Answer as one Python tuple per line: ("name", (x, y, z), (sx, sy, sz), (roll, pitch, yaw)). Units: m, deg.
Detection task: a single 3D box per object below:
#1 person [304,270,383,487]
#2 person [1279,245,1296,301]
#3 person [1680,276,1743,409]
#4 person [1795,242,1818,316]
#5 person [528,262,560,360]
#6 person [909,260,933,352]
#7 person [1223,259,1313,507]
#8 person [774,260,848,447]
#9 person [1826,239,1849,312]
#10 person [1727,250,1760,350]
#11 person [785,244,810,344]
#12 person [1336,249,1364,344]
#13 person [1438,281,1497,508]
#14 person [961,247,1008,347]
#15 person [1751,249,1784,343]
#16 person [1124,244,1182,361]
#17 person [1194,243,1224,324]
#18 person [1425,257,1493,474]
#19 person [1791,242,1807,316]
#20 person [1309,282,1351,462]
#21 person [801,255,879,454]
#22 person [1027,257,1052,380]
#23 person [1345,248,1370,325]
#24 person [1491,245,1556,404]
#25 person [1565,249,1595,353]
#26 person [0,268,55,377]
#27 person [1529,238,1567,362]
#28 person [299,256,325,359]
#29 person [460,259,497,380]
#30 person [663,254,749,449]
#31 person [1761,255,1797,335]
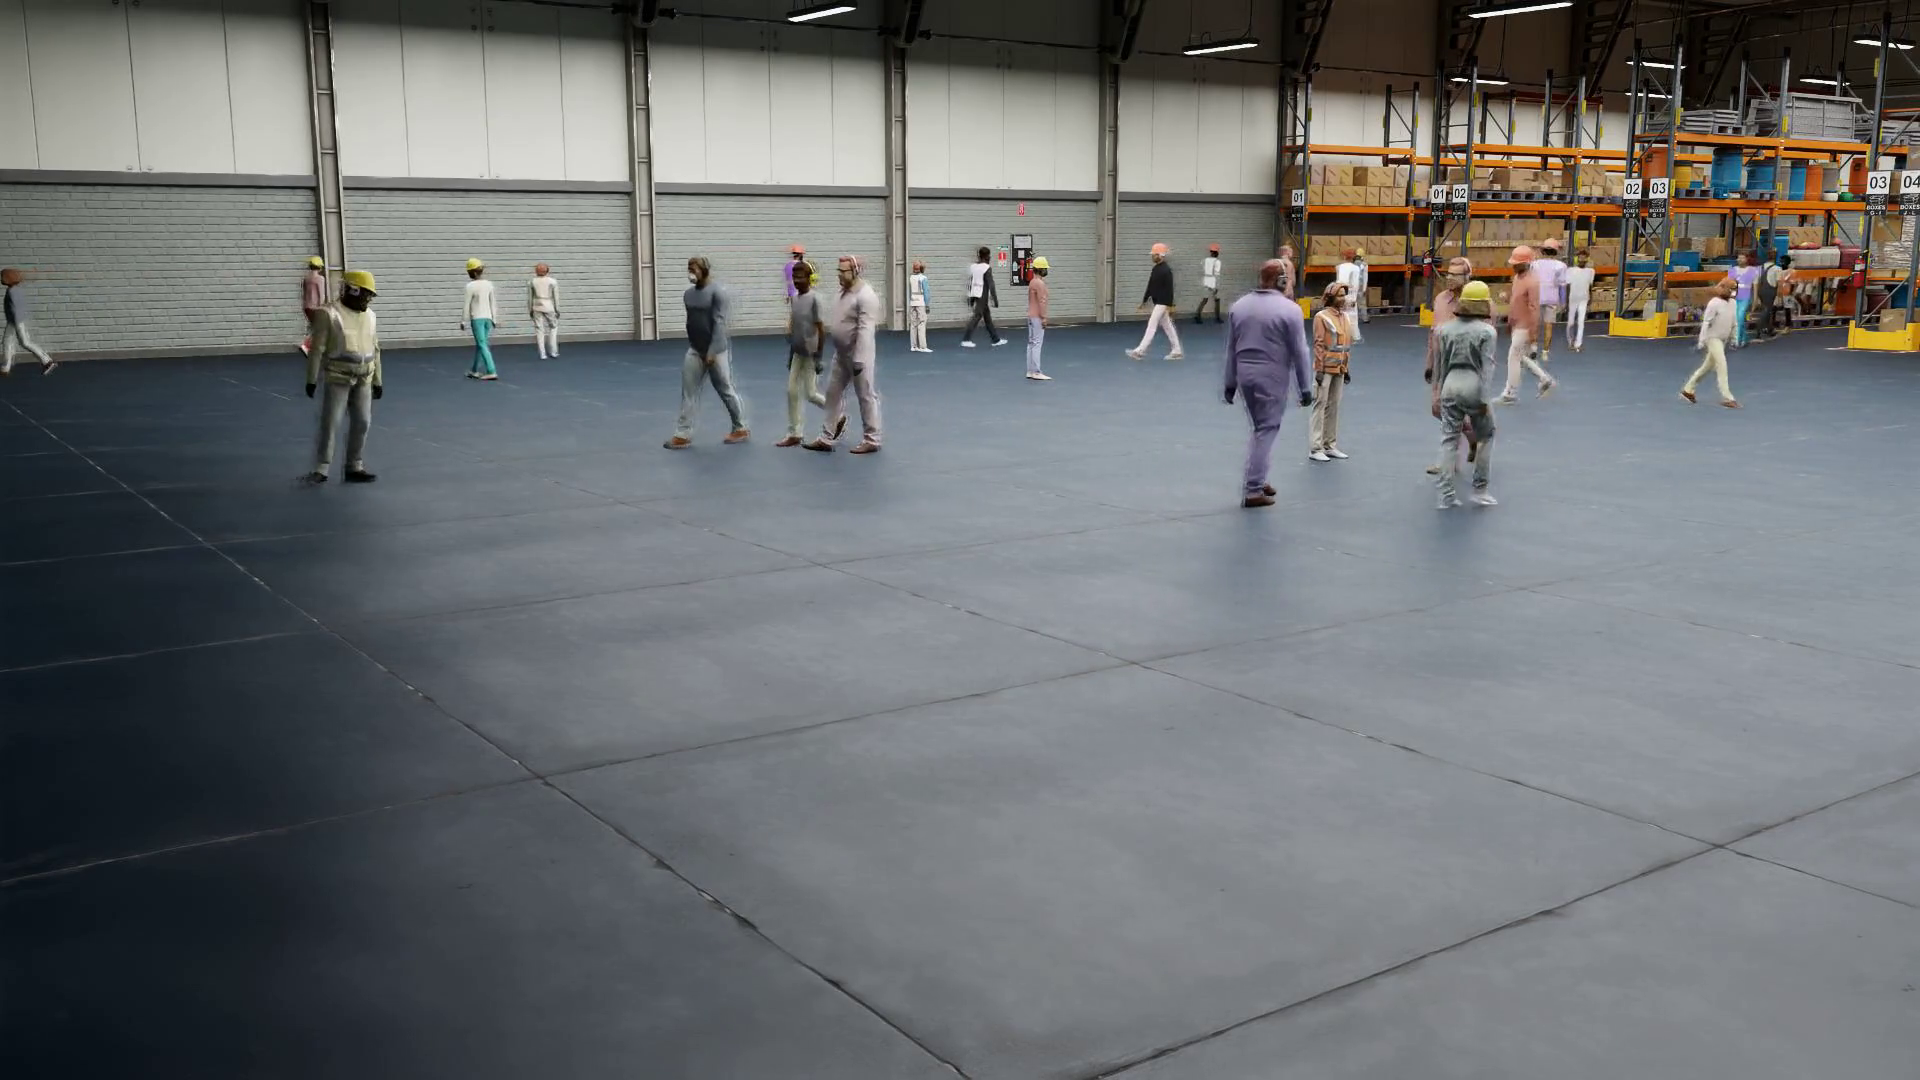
("person", (-5.120, -1.334, 13.786), (0.440, 1.782, 0.729), (7, 12, 34))
("person", (6.756, -5.226, 34.825), (0.616, 1.889, 0.649), (-2, 11, -11))
("person", (9.181, -2.415, 20.227), (0.533, 1.588, 0.860), (-7, 12, -33))
("person", (20.806, -6.347, 40.872), (0.408, 1.922, 0.579), (-5, 12, -27))
("person", (-6.987, -3.856, 28.030), (0.540, 1.614, 0.674), (0, 10, -2))
("person", (-0.724, -4.170, 29.717), (0.307, 1.641, 0.513), (-8, 13, -39))
("person", (2.409, -1.205, 12.787), (0.706, 1.881, 0.664), (-8, 13, -39))
("person", (-1.470, -1.832, 16.395), (0.698, 1.840, 0.546), (-9, 13, -40))
("person", (24.128, -7.279, 45.791), (1.041, 1.989, 0.618), (-9, 14, -40))
("person", (14.352, -4.407, 30.536), (0.832, 1.815, 0.580), (-8, 13, -39))
("person", (-3.056, -4.763, 32.240), (0.786, 1.911, 0.550), (-8, 13, -36))
("person", (7.374, -4.633, 31.760), (1.006, 1.840, 0.592), (-9, 14, -41))
("person", (3.884, -1.103, 12.681), (0.492, 1.723, 0.613), (10, 14, 43))
("person", (0.444, -4.560, 31.244), (1.029, 1.863, 0.610), (-5, 12, -27))
("person", (15.734, -4.710, 32.211), (0.941, 1.802, 0.543), (-4, 11, -21))
("person", (3.268, -3.950, 27.691), (1.038, 1.934, 0.607), (-2, 10, -8))
("person", (5.907, -6.048, 39.314), (0.917, 1.908, 0.558), (-10, 14, -43))
("person", (4.391, -1.527, 14.556), (0.690, 1.882, 0.655), (-4, 11, -22))
("person", (21.354, -6.583, 42.196), (0.388, 1.920, 0.587), (-7, 12, -33))
("person", (3.428, -1.553, 15.369), (0.513, 1.642, 0.313), (-10, 14, -42))
("person", (-1.120, -1.732, 15.677), (0.796, 1.877, 0.662), (-7, 13, -35))
("person", (1.140, -3.201, 24.059), (0.322, 1.769, 0.523), (-3, 11, -14))
("person", (9.245, -5.889, 38.746), (0.921, 1.789, 0.609), (-10, 14, -43))
("person", (6.968, -2.627, 20.404), (0.711, 1.961, 0.647), (0, 10, 2))
("person", (11.033, -4.264, 29.718), (0.542, 1.843, 0.841), (3, 11, 14))
("person", (-13.902, -3.210, 24.560), (0.800, 1.606, 0.504), (-4, 11, -19))
("person", (9.644, -3.932, 27.356), (0.623, 2.029, 0.457), (5, 11, 24))
("person", (-10.656, -3.800, 27.385), (0.561, 1.740, 0.559), (7, 13, 35))
("person", (-6.968, -3.175, 23.999), (0.671, 1.741, 0.544), (5, 12, 26))
("person", (-2.482, -1.850, 16.342), (0.632, 1.893, 1.005), (7, 13, 35))
("person", (17.205, -5.135, 34.908), (0.794, 1.660, 0.557), (-5, 12, -27))
